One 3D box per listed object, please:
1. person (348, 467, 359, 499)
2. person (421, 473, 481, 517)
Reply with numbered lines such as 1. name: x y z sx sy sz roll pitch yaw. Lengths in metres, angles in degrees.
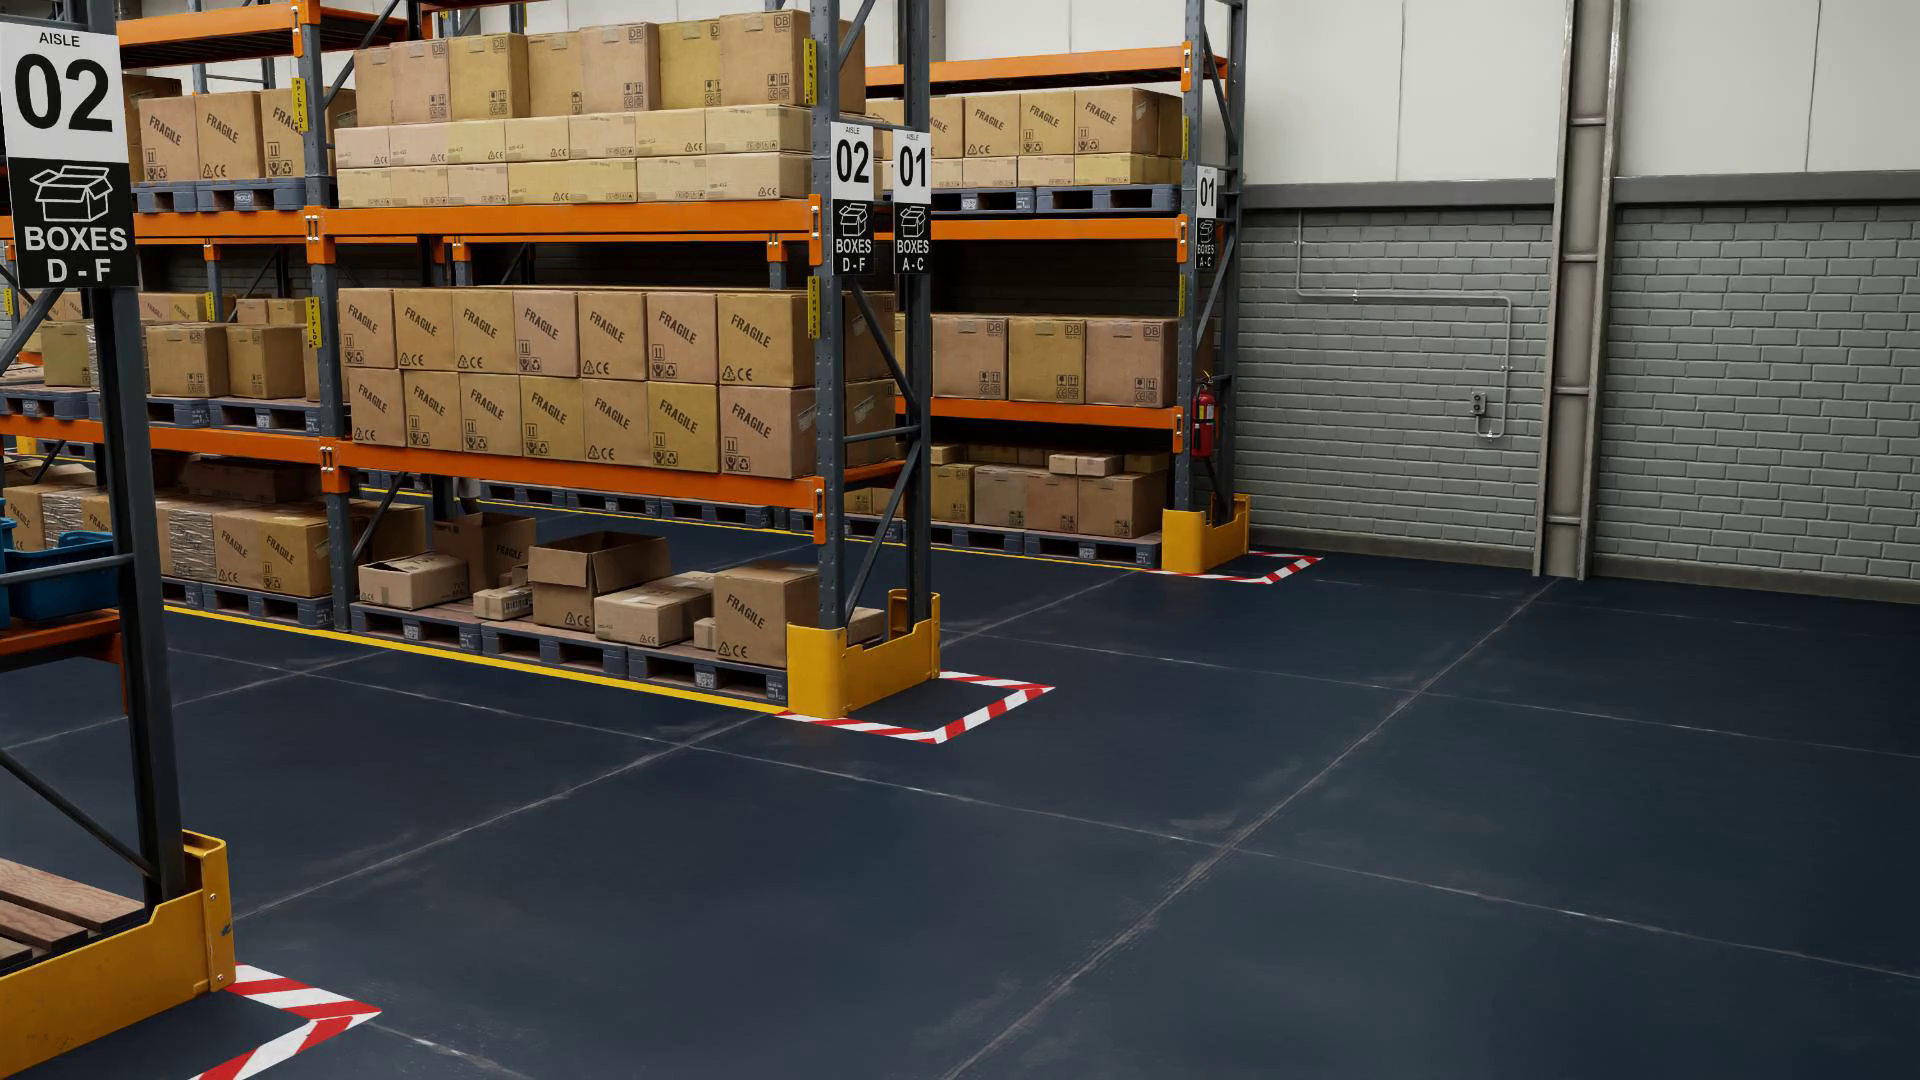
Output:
1. person: -5.689 -0.970 15.080 0.486 1.936 0.612 7 12 35
2. person: -3.917 -0.655 12.774 0.395 2.039 0.614 5 11 26
